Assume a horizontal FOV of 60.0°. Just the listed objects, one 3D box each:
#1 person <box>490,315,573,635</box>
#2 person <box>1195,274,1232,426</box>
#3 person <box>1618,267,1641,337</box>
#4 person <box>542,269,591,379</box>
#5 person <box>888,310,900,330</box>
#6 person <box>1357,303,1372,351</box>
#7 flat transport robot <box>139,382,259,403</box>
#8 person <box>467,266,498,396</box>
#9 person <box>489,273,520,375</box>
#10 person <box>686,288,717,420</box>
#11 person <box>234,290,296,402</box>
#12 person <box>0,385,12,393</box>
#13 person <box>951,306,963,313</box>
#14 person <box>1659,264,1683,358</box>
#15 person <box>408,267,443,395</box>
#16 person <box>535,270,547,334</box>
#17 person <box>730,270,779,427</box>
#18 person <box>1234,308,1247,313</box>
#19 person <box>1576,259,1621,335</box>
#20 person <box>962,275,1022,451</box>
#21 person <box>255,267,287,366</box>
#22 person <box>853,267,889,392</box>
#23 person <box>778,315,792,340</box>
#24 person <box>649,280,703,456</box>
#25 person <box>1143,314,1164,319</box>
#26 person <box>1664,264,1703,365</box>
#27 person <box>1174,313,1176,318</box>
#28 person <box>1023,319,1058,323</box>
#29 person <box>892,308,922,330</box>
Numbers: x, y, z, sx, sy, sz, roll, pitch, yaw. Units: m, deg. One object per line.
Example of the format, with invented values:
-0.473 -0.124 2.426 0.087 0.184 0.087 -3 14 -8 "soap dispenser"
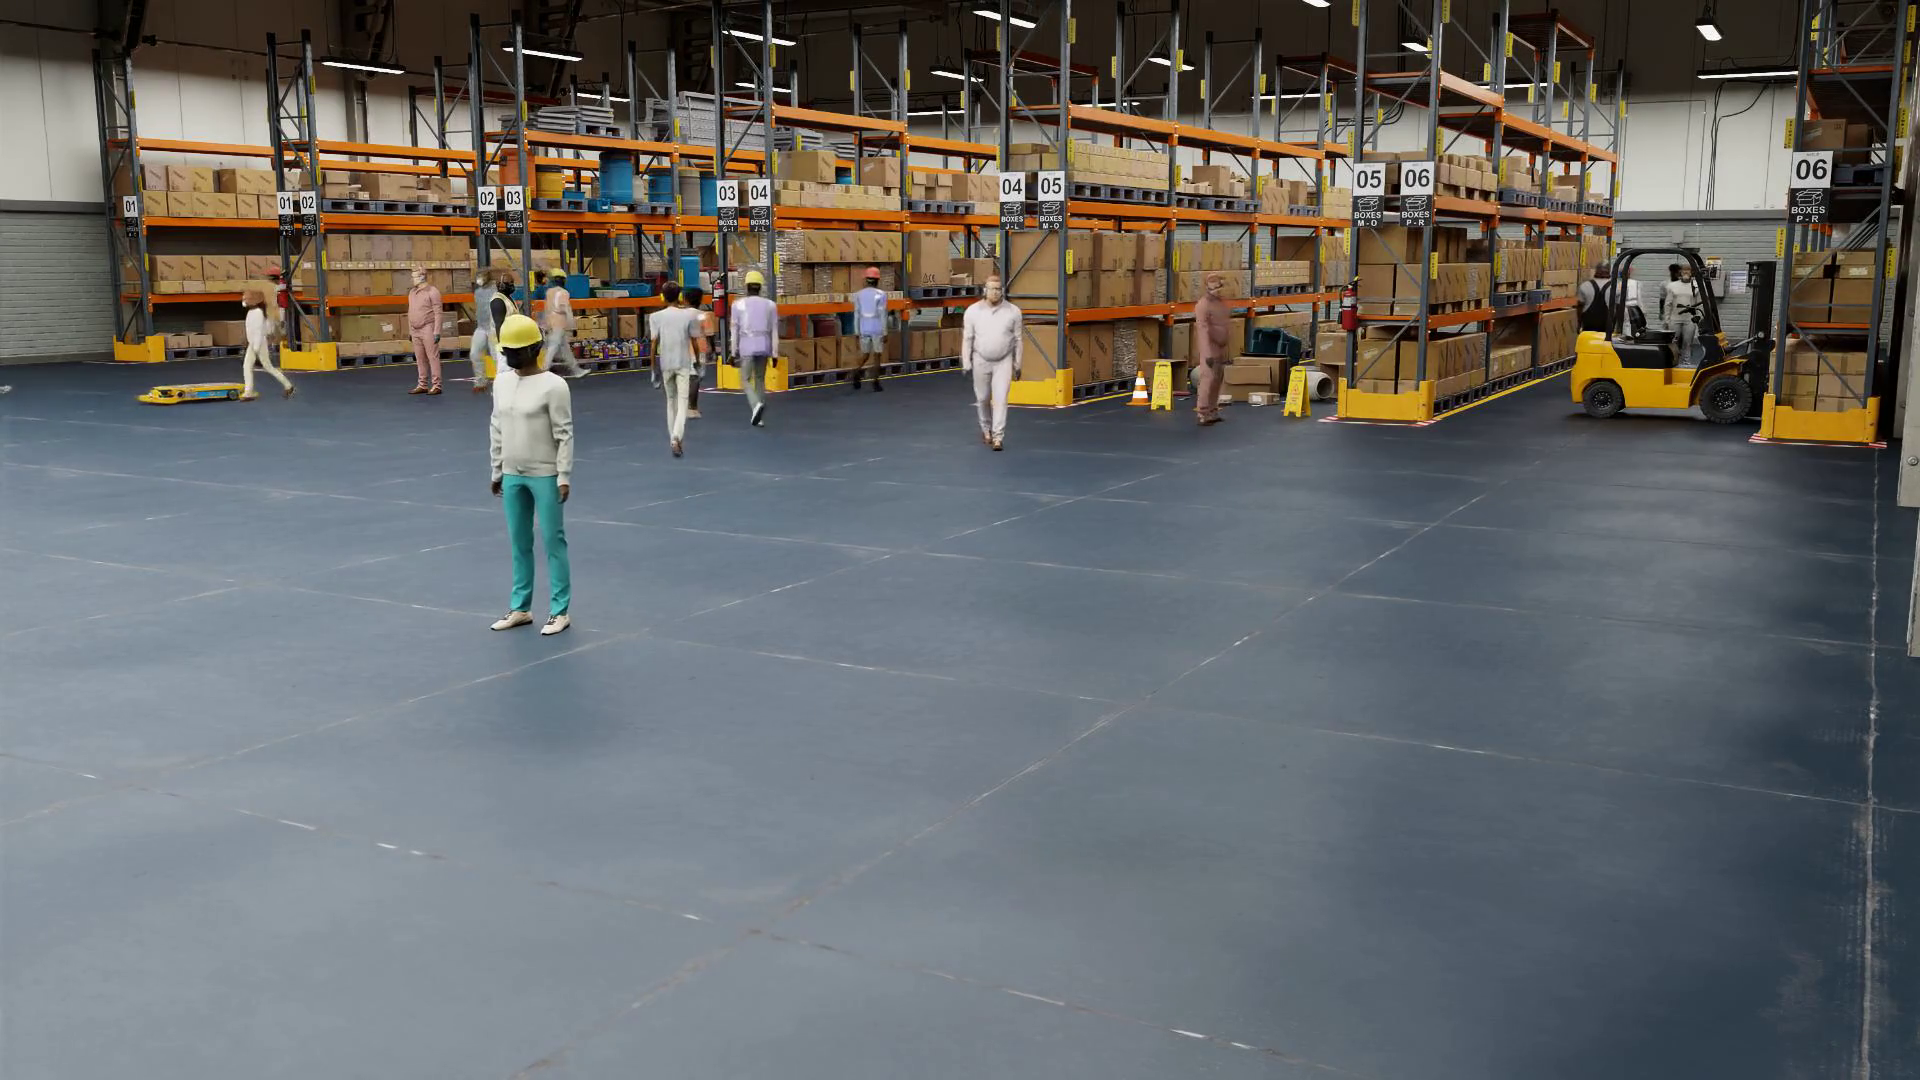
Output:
-2.364 -0.352 9.130 0.523 1.759 0.335 4 11 25 "person"
3.161 -2.341 20.487 0.397 1.865 0.772 6 11 32 "person"
14.038 -4.820 35.030 0.622 1.845 0.557 -4 10 -22 "person"
-6.615 -3.566 27.651 1.025 1.849 0.620 -8 12 -38 "person"
-1.691 -6.020 41.924 0.650 1.884 1.009 10 14 44 "person"
8.867 -5.058 36.391 0.515 1.860 0.326 2 10 12 "person"
-10.883 -2.116 23.801 0.652 0.197 1.431 7 12 36 "flat transport robot"
-7.008 -3.058 24.532 0.636 1.917 0.699 6 11 32 "person"
-6.070 -2.649 22.329 0.429 1.843 0.633 -1 10 -3 "person"
-3.360 -2.392 21.327 0.551 1.663 0.747 4 10 20 "person"
-9.974 -2.771 23.770 0.815 1.598 0.508 -9 13 -44 "person"
-14.874 -3.115 24.804 1.052 1.946 0.624 -7 12 -36 "person"
0.097 -5.287 37.843 0.628 1.819 0.473 3 10 17 "person"
14.489 -4.626 33.712 0.648 1.908 0.939 6 12 32 "person"
-8.042 -3.124 24.920 0.648 1.907 0.401 6 11 31 "person"
-7.688 -4.051 30.622 0.538 1.812 0.993 4 11 24 "person"
-2.451 -2.294 20.057 0.600 1.907 0.595 -5 11 -28 "person"
6.446 -5.128 37.312 0.725 1.668 0.557 -4 11 -23 "person"
10.394 -3.539 26.959 0.705 2.000 0.803 5 11 27 "person"
0.353 -1.934 18.044 0.646 1.871 0.939 1 10 3 "person"
-12.994 -4.233 31.513 0.563 1.888 1.024 4 10 22 "person"
-1.370 -3.193 25.305 0.550 1.918 0.578 4 11 23 "person"
-3.235 -3.908 29.291 0.719 1.992 0.413 -9 13 -41 "person"
-2.982 -1.802 17.398 0.516 1.836 0.920 0 10 3 "person"
4.037 -4.717 34.441 0.634 1.841 0.429 9 13 42 "person"
12.391 -3.750 28.495 0.629 1.940 0.373 5 11 28 "person"
4.492 -4.970 35.655 1.016 1.949 0.613 -2 10 -13 "person"
1.334 -3.568 27.327 0.628 1.972 0.678 4 10 22 "person"
-1.151 -5.107 36.822 0.633 1.808 0.881 6 11 29 "person"
